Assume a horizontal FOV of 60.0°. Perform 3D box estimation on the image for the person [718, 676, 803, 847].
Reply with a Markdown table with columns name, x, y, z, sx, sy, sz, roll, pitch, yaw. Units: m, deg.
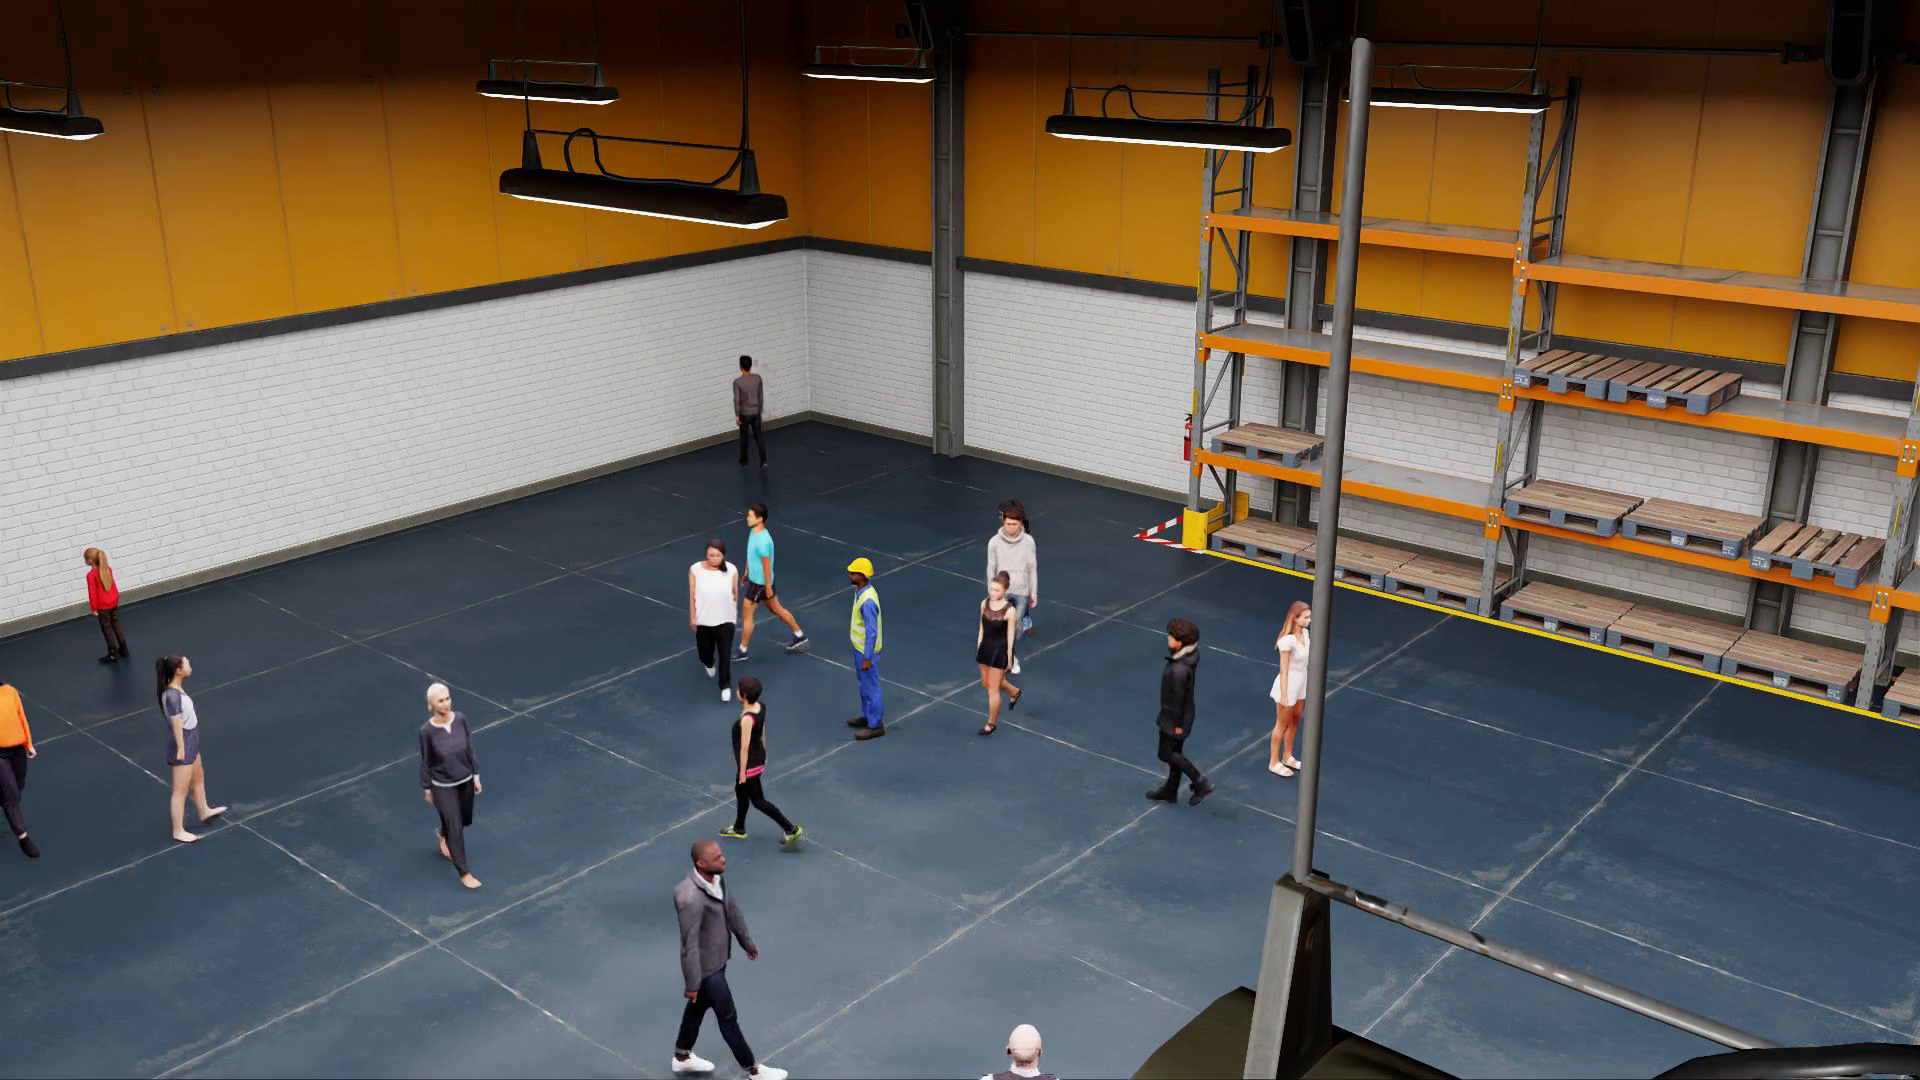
| name | x | y | z | sx | sy | sz | roll | pitch | yaw |
| --- | --- | --- | --- | --- | --- | --- | --- | --- | --- |
| person | -1.683 | 1.875 | 13.955 | 1.074 | 1.525 | 0.860 | 3 | 19 | 10 |

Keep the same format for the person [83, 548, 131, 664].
| name | x | y | z | sx | sy | sz | roll | pitch | yaw |
| --- | --- | --- | --- | --- | --- | --- | --- | --- | --- |
| person | -9.183 | 0.688 | 17.866 | 0.595 | 1.278 | 0.560 | 3 | 19 | 10 |

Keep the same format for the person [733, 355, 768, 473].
| name | x | y | z | sx | sy | sz | roll | pitch | yaw |
| --- | --- | --- | --- | --- | --- | --- | --- | --- | --- |
| person | -3.079 | -1.852 | 24.683 | 0.969 | 1.741 | 1.173 | 17 | 25 | 40 |

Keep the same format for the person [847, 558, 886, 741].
| name | x | y | z | sx | sy | sz | roll | pitch | yaw |
| --- | --- | --- | --- | --- | --- | --- | --- | --- | --- |
| person | -0.906 | 1.028 | 16.022 | 0.811 | 1.812 | 0.719 | -4 | 19 | -12 |

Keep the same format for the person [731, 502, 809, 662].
| name | x | y | z | sx | sy | sz | roll | pitch | yaw |
| --- | --- | --- | --- | --- | --- | --- | --- | --- | --- |
| person | -2.034 | 0.448 | 17.869 | 1.148 | 1.732 | 1.188 | -4 | 19 | -13 |

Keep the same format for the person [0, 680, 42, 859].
| name | x | y | z | sx | sy | sz | roll | pitch | yaw |
| --- | --- | --- | --- | --- | --- | --- | --- | --- | --- |
| person | -8.046 | 1.787 | 13.906 | 1.128 | 1.724 | 0.808 | 8 | 20 | 23 |

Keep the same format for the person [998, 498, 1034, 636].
| name | x | y | z | sx | sy | sz | roll | pitch | yaw |
| --- | --- | --- | --- | --- | --- | --- | --- | --- | --- |
| person | 0.684 | 0.310 | 18.473 | 0.844 | 1.607 | 0.786 | -7 | 20 | -19 |

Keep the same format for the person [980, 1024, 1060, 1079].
| name | x | y | z | sx | sy | sz | roll | pitch | yaw |
| --- | --- | --- | --- | --- | --- | --- | --- | --- | --- |
| person | 0.304 | 3.442 | 8.872 | 1.133 | 1.800 | 1.202 | -2 | 19 | -5 |

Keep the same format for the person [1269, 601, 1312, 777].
| name | x | y | z | sx | sy | sz | roll | pitch | yaw |
| --- | --- | --- | --- | --- | --- | --- | --- | --- | --- |
| person | 3.043 | 1.339 | 15.282 | 0.541 | 1.693 | 0.576 | 16 | 24 | 39 |

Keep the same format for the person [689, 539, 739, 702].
| name | x | y | z | sx | sy | sz | roll | pitch | yaw |
| --- | --- | --- | --- | --- | --- | --- | --- | --- | --- |
| person | -2.505 | 0.776 | 16.993 | 0.980 | 1.669 | 1.044 | -2 | 19 | -7 |

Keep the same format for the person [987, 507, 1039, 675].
| name | x | y | z | sx | sy | sz | roll | pitch | yaw |
| --- | --- | --- | --- | --- | --- | --- | --- | --- | --- |
| person | 0.556 | 0.509 | 17.520 | 0.854 | 1.838 | 0.915 | -1 | 19 | -3 |

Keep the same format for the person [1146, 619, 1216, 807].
| name | x | y | z | sx | sy | sz | roll | pitch | yaw |
| --- | --- | --- | --- | --- | --- | --- | --- | --- | --- |
| person | 1.980 | 1.536 | 14.585 | 0.955 | 1.765 | 0.807 | 6 | 19 | 17 |

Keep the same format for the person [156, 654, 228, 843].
| name | x | y | z | sx | sy | sz | roll | pitch | yaw |
| --- | --- | --- | --- | --- | --- | --- | --- | --- | --- |
| person | -6.662 | 1.753 | 14.136 | 0.849 | 1.640 | 0.759 | -5 | 19 | -15 |

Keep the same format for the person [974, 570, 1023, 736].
| name | x | y | z | sx | sy | sz | roll | pitch | yaw |
| --- | --- | --- | --- | --- | --- | --- | --- | --- | --- |
| person | 0.413 | 1.070 | 16.136 | 0.695 | 1.659 | 0.822 | -16 | 24 | -39 |

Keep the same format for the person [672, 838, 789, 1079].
| name | x | y | z | sx | sy | sz | roll | pitch | yaw |
| --- | --- | --- | --- | --- | --- | --- | --- | --- | --- |
| person | -1.740 | 2.766 | 10.913 | 1.224 | 1.779 | 1.077 | 3 | 19 | 8 |

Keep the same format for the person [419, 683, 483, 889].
| name | x | y | z | sx | sy | sz | roll | pitch | yaw |
| --- | --- | --- | --- | --- | --- | --- | --- | --- | --- |
| person | -4.159 | 1.934 | 13.500 | 1.004 | 1.704 | 0.617 | 16 | 25 | 40 |
